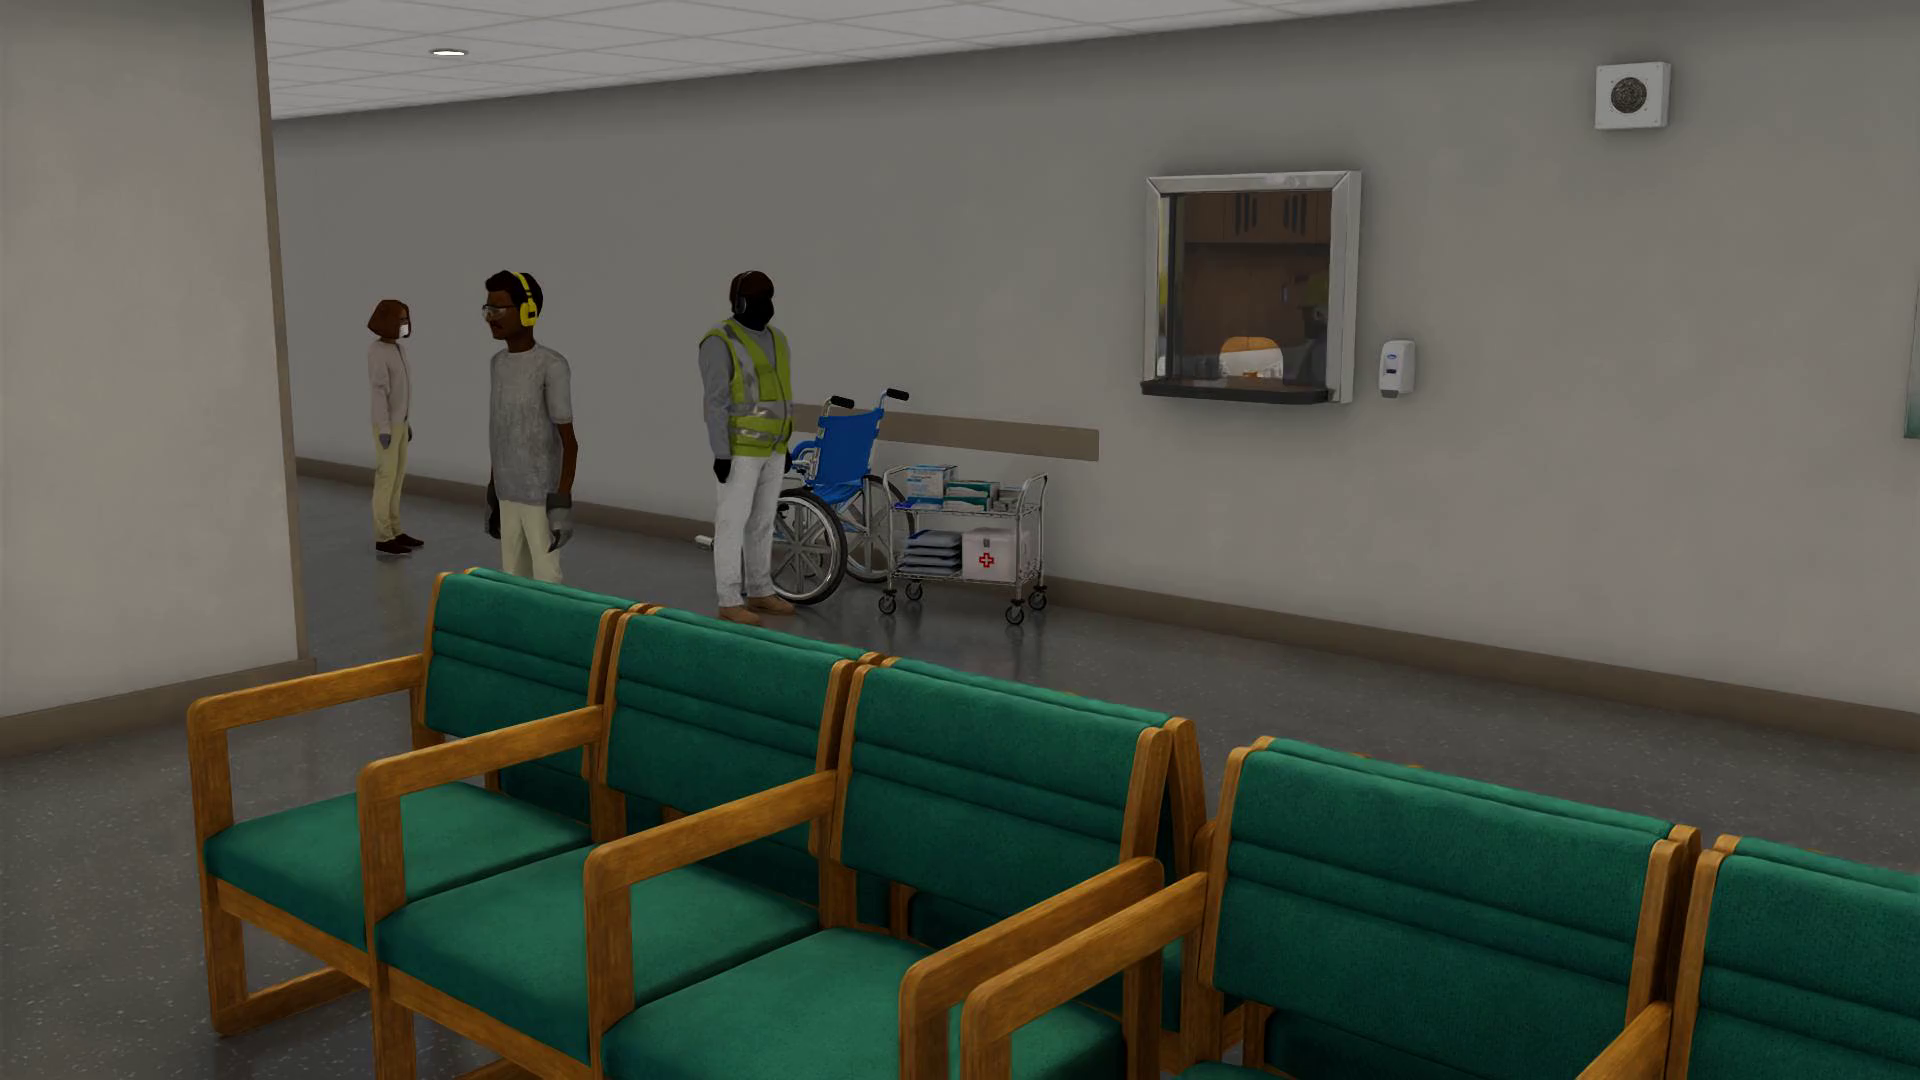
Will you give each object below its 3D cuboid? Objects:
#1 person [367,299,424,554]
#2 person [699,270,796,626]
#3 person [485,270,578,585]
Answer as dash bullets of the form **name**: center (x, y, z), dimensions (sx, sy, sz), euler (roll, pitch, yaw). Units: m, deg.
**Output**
- **person**: center (-3.656, -0.731, 10.741), dimensions (0.271, 1.631, 0.507), euler (0, 10, -2)
- **person**: center (-1.080, -0.479, 8.711), dimensions (0.430, 1.843, 0.625), euler (6, 12, 30)
- **person**: center (-1.774, -0.155, 6.789), dimensions (0.533, 1.870, 0.315), euler (8, 13, 39)
